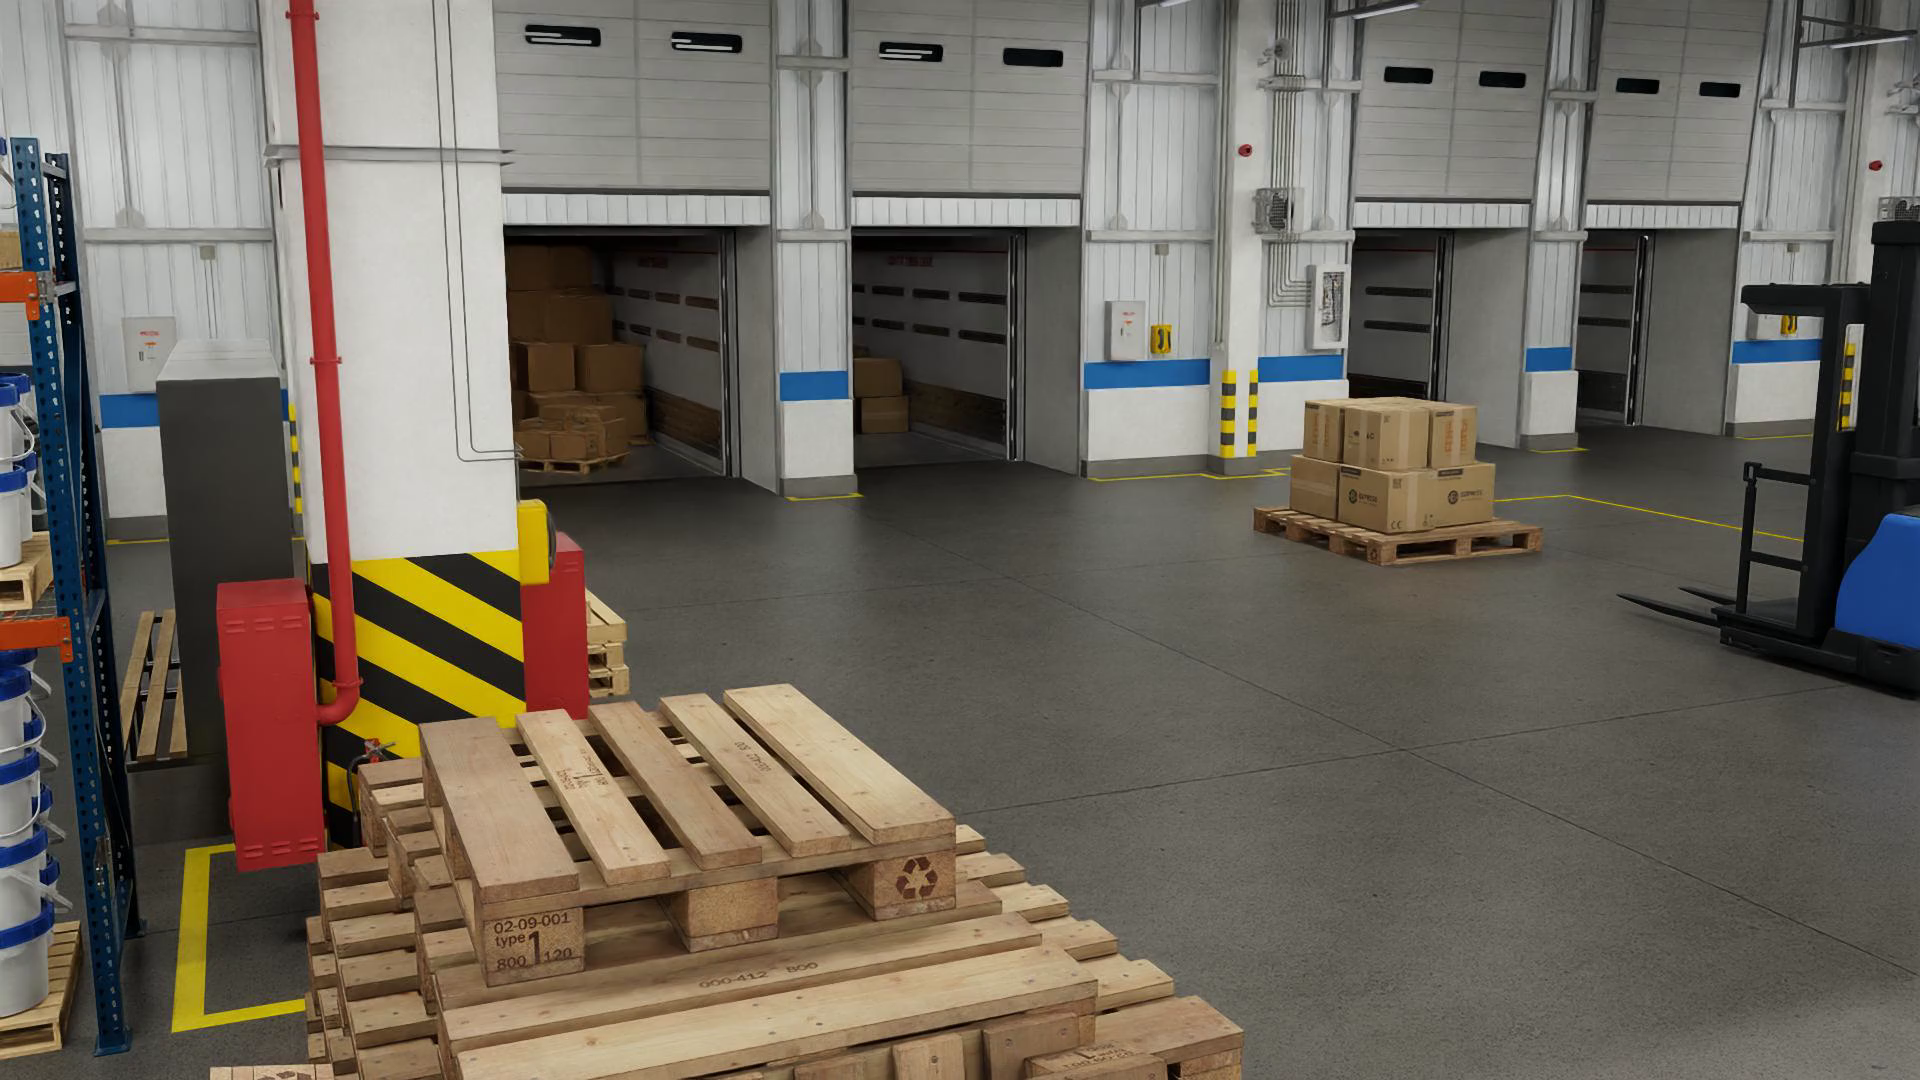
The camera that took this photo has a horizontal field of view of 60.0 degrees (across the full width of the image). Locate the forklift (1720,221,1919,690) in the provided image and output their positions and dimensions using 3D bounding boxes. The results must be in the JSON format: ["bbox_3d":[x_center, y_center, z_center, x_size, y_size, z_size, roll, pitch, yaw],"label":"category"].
[{"bbox_3d":[5.949,-0.550,10.218,1.129,2.768,1.873,-4,11,-23],"label":"forklift"}]
